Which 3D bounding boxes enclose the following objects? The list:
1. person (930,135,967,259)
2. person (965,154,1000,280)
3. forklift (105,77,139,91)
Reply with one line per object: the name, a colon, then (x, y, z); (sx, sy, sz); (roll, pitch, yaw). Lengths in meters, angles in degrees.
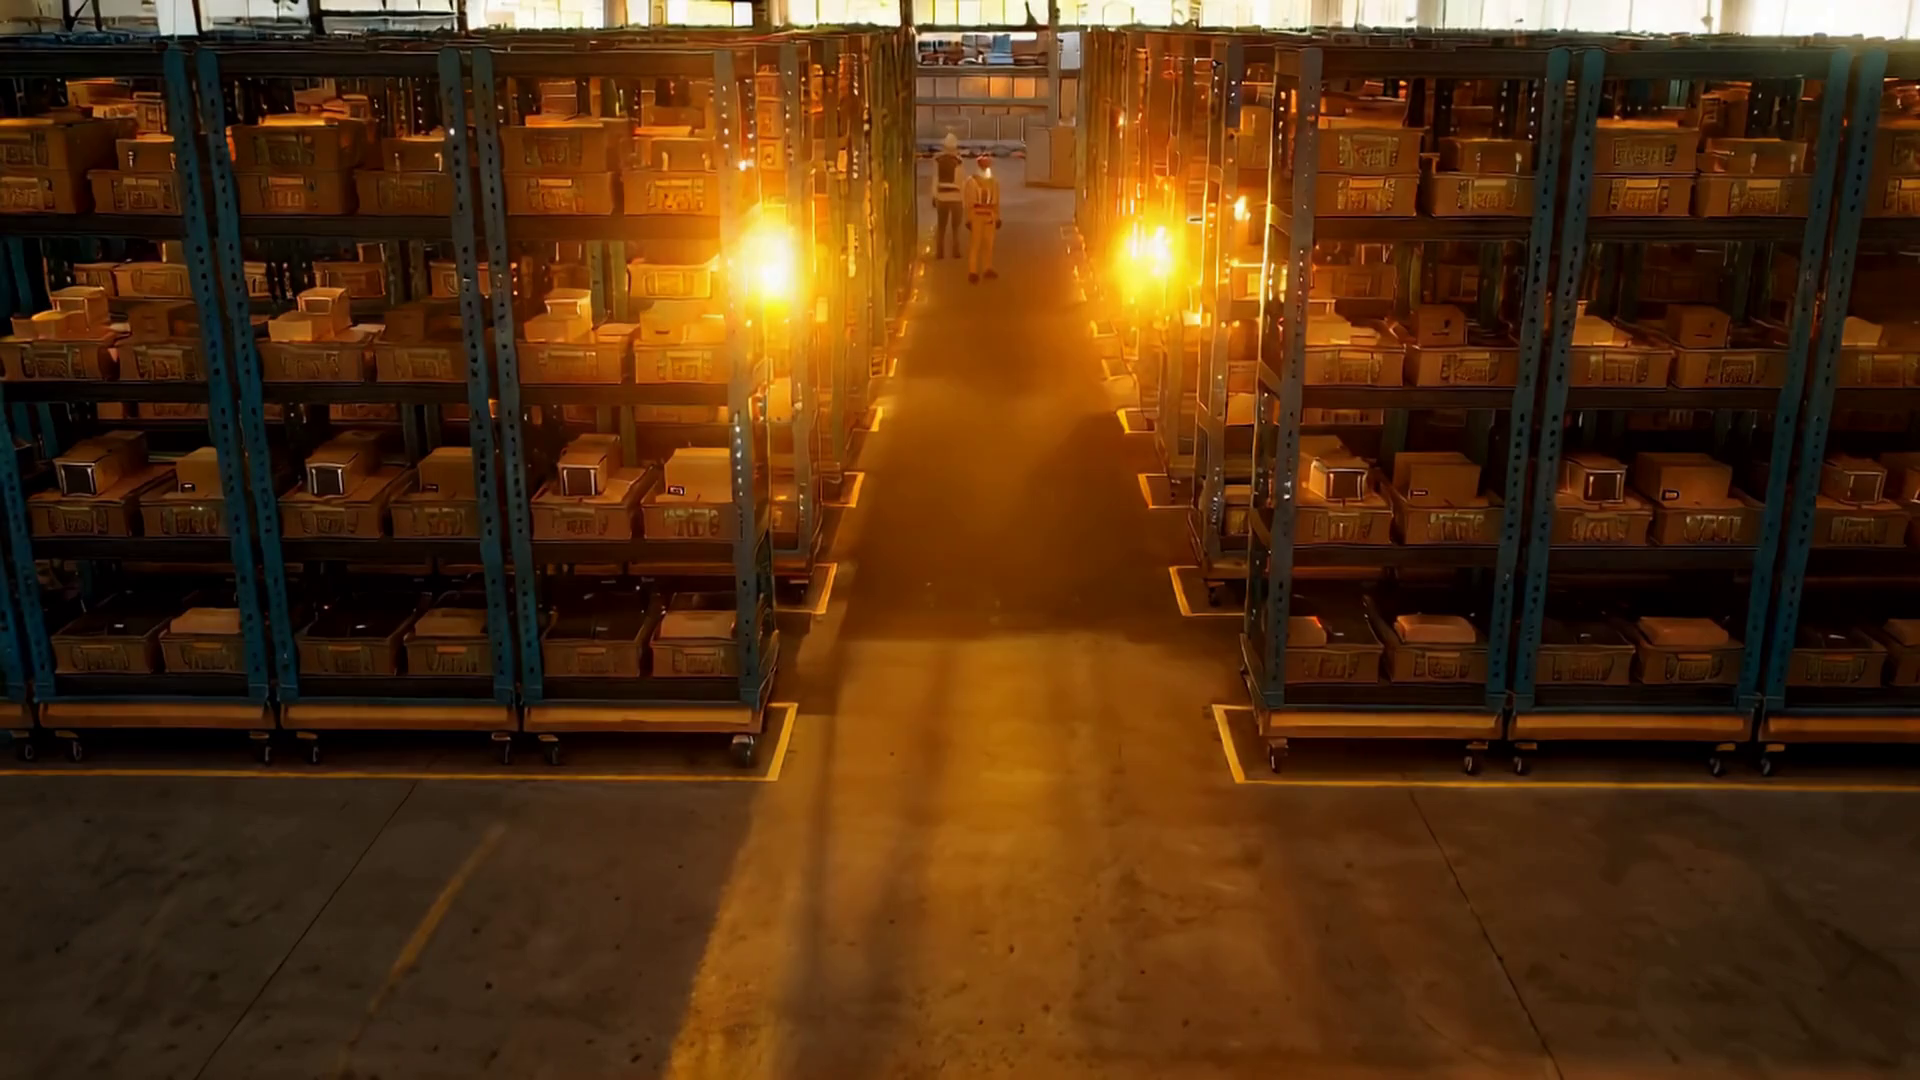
person: (-0.184, -5.493, 26.694); (0.605, 1.944, 0.413); (3, 18, 11)
person: (0.355, -4.768, 24.557); (0.600, 1.830, 0.404); (-12, 21, -34)
forklift: (-24.637, -12.986, 49.025); (1.129, 2.768, 1.873); (-8, 19, -25)
